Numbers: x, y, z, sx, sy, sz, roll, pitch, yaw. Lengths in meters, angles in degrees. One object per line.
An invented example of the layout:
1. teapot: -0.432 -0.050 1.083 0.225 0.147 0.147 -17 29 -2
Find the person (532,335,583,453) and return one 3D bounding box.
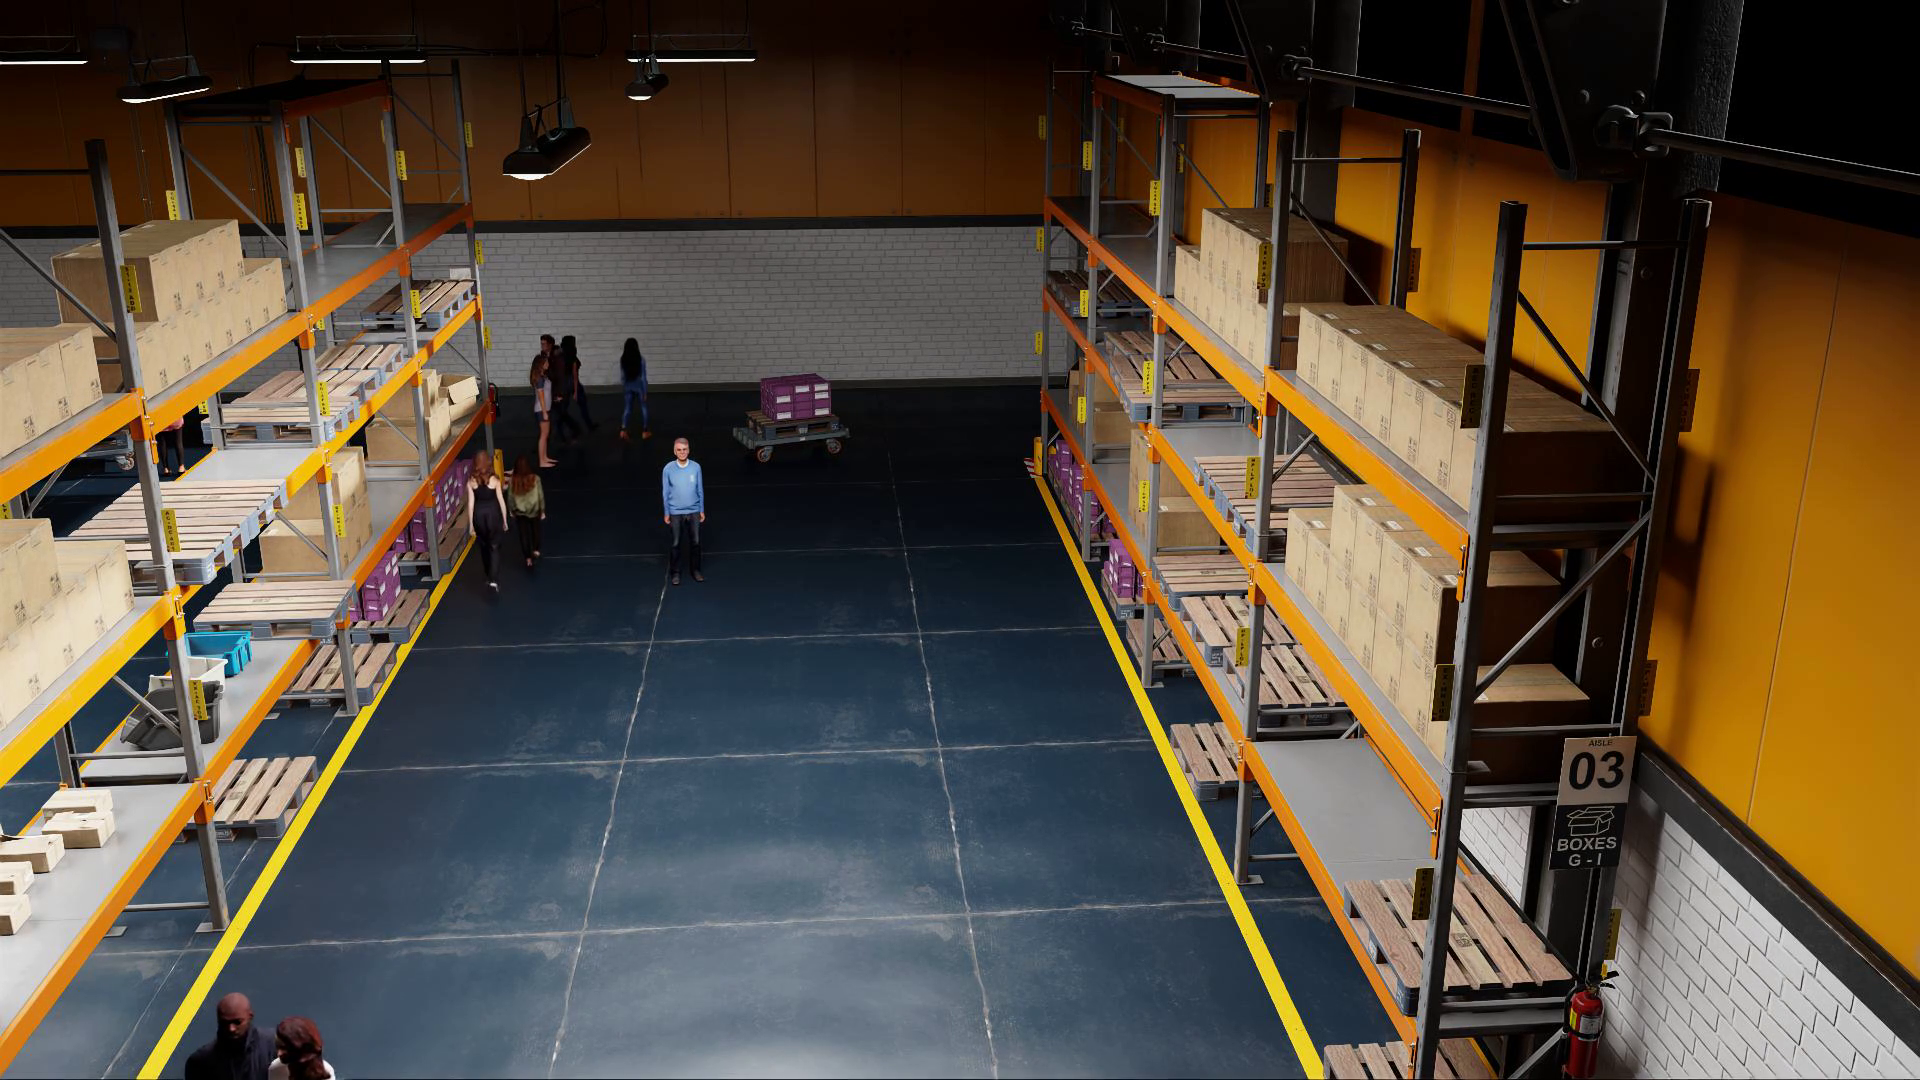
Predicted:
1. person: -6.268 -2.287 25.889 1.197 1.812 1.306 13 22 33

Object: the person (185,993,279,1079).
1. person: -3.954 3.297 9.308 0.902 1.812 1.001 -8 20 -23

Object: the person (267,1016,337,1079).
1. person: -3.497 3.375 9.191 0.850 1.738 1.216 4 19 11

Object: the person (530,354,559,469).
1. person: -6.292 -1.952 25.028 0.666 1.727 0.495 -3 19 -9

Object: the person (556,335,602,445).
1. person: -6.212 -2.337 26.241 1.010 1.682 1.230 10 21 27

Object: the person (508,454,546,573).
1. person: -5.363 -0.315 20.592 0.678 1.456 0.876 -4 19 -12

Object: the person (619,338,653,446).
1. person: -5.163 -2.307 26.158 0.854 1.677 1.222 3 19 10

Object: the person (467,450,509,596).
1. person: -5.625 -0.180 19.786 0.666 1.715 1.137 -3 19 -9

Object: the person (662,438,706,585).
1. person: -3.353 -0.377 20.206 0.706 1.820 0.647 -6 20 -18
